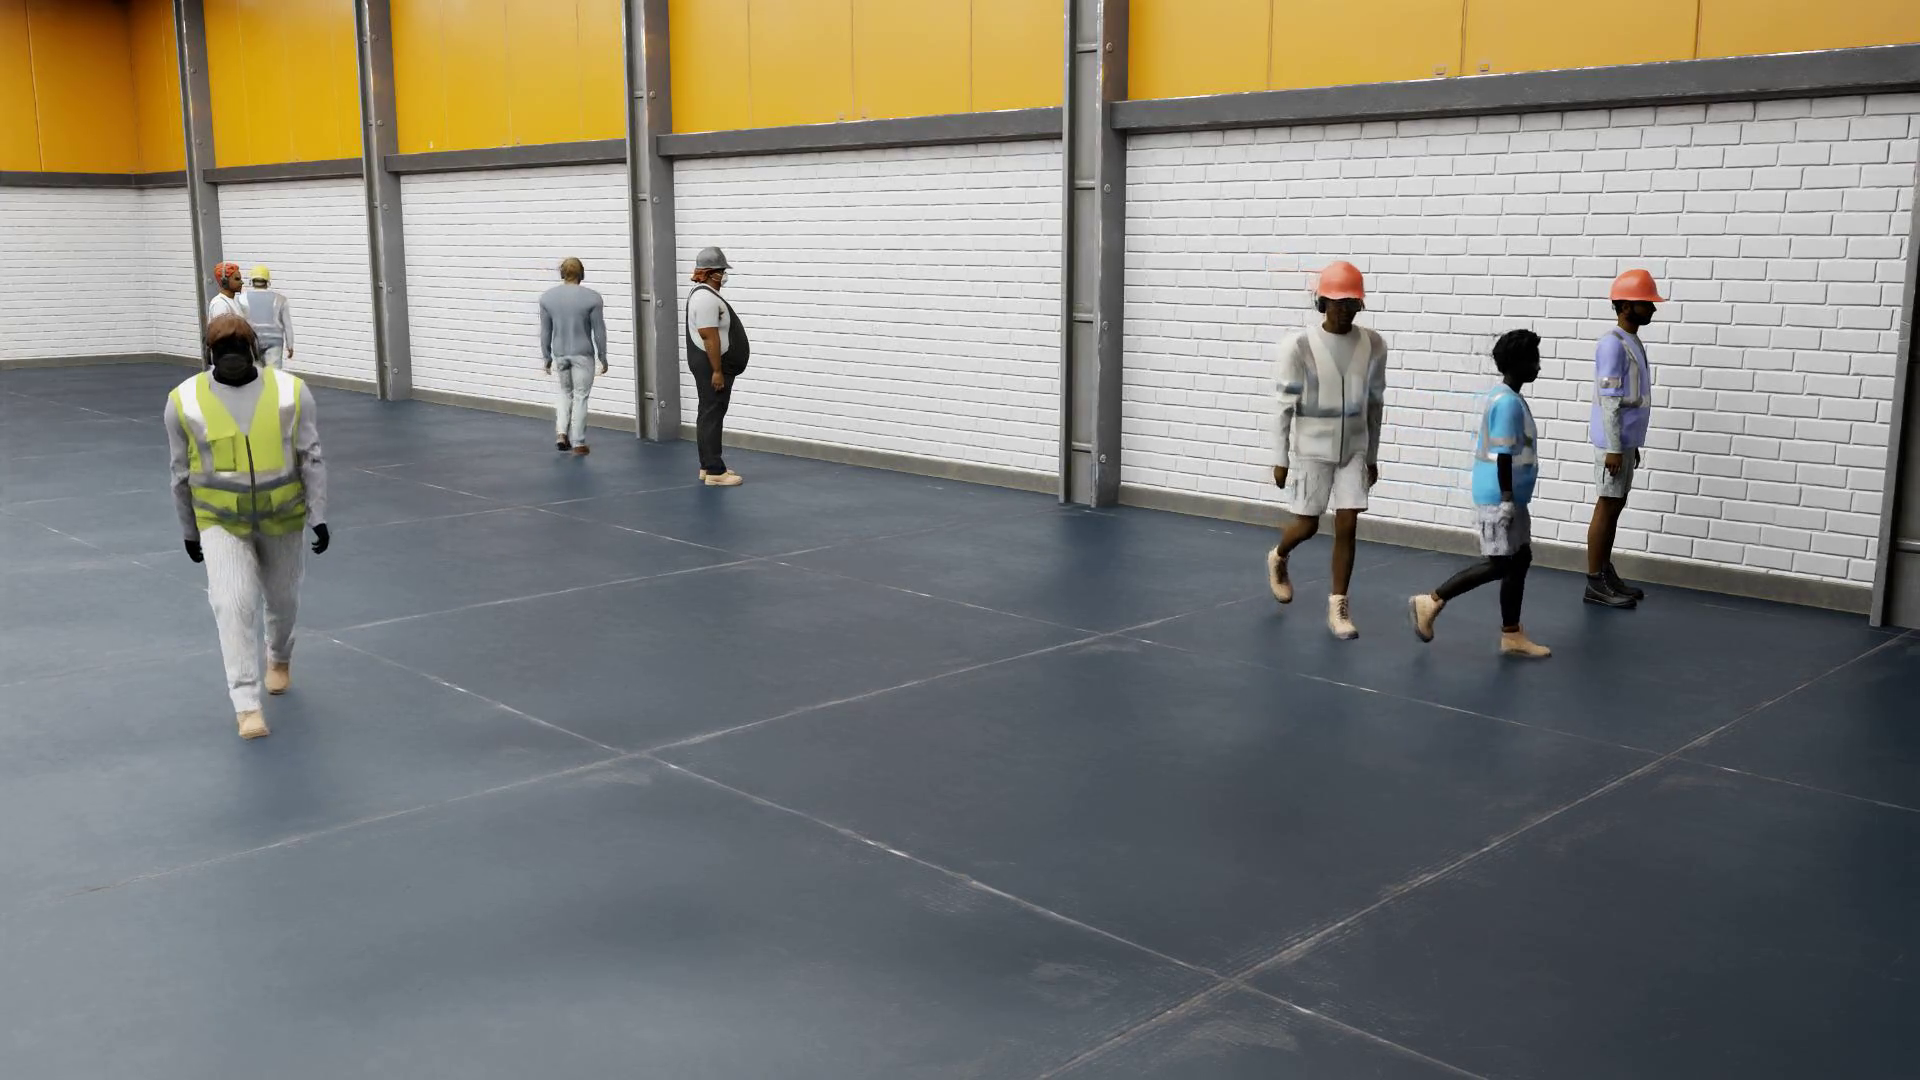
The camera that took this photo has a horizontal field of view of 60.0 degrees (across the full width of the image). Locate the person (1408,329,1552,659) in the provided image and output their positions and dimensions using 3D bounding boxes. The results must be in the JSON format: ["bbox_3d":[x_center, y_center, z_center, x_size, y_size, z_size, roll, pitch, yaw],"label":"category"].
[{"bbox_3d":[2.660,-0.228,8.366,0.630,1.679,0.539,4,11,23],"label":"person"}]

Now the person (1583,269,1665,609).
[{"bbox_3d":[3.828,-0.583,9.605,0.354,1.939,0.545,6,12,31],"label":"person"}]

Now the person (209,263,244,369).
[{"bbox_3d":[-6.635,-1.574,15.160,0.362,1.882,0.576,-3,11,-15],"label":"person"}]

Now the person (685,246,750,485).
[{"bbox_3d":[-2.082,-1.502,14.337,0.538,2.000,0.684,-3,11,-15],"label":"person"}]

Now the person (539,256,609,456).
[{"bbox_3d":[-3.724,-1.773,16.121,0.624,1.924,0.453,2,11,12],"label":"person"}]

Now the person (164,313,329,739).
[{"bbox_3d":[-3.139,-0.104,7.354,0.617,1.815,0.880,-6,12,-28],"label":"person"}]

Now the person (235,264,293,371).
[{"bbox_3d":[-8.076,-2.296,19.335,0.600,1.804,0.826,-4,11,-20],"label":"person"}]

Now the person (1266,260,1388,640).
[{"bbox_3d":[1.969,-0.509,9.022,0.615,2.015,0.779,-2,11,-9],"label":"person"}]
